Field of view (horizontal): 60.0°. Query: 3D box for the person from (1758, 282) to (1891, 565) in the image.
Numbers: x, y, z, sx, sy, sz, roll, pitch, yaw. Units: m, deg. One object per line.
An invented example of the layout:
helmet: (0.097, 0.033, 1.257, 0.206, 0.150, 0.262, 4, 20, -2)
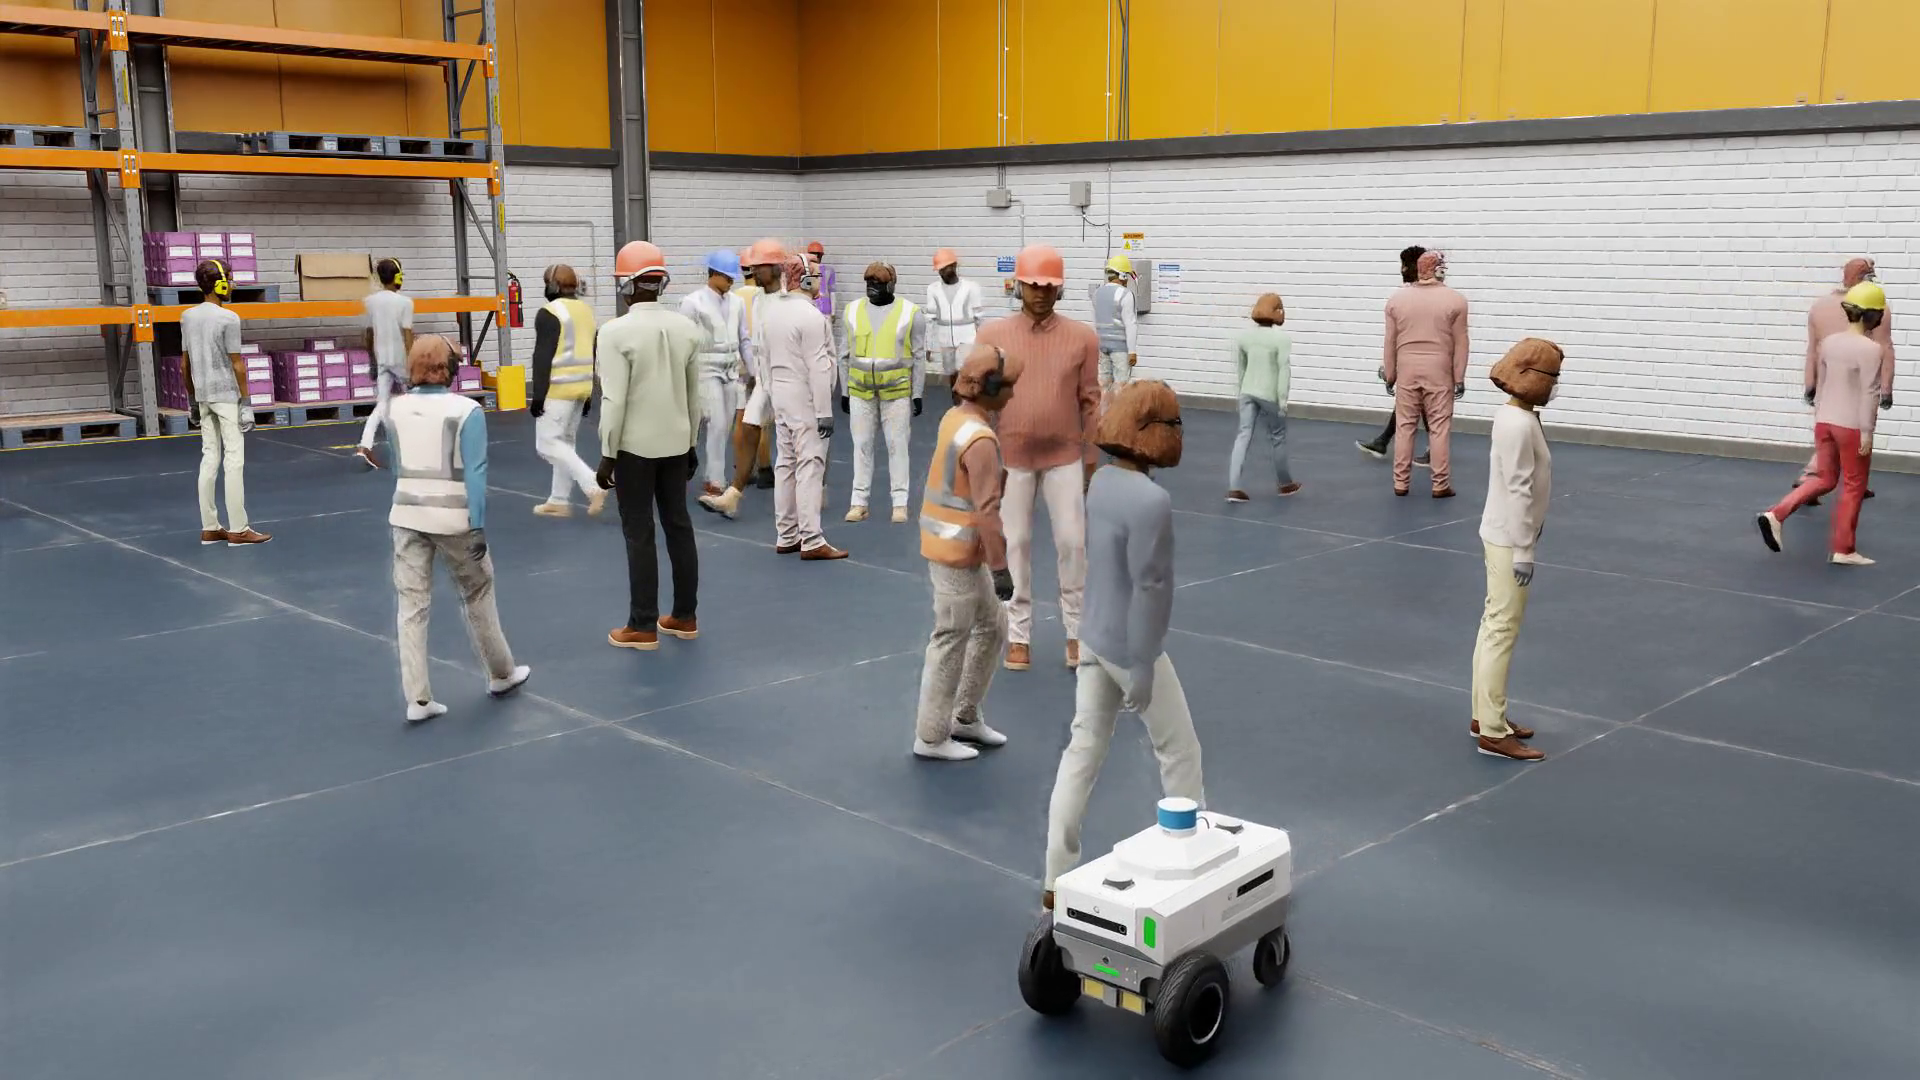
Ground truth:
person: (5.320, -0.698, 10.170, 0.619, 1.753, 0.531, -1, 10, -8)

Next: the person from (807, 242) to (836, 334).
person: (-2.004, -3.197, 23.284, 0.542, 1.930, 0.374, -2, 11, -9)

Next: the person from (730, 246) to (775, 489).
person: (-1.639, -1.382, 13.361, 0.552, 1.934, 0.373, 6, 12, 32)

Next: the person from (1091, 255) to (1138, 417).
person: (1.575, -1.928, 16.634, 0.404, 1.830, 0.588, -7, 13, -35)

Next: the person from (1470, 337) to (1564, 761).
person: (2.176, 0.027, 6.505, 0.279, 1.633, 0.498, 2, 11, 13)

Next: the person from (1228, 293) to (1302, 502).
person: (2.332, -1.093, 12.732, 0.515, 1.582, 0.847, 10, 14, 42)

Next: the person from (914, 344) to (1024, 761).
person: (0.049, 0.066, 6.318, 0.519, 1.610, 0.533, -1, 10, -8)

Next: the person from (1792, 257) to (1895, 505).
person: (6.670, -1.193, 12.532, 0.958, 1.869, 0.656, -4, 11, -22)

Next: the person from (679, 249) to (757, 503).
person: (-1.768, -1.227, 12.567, 0.649, 1.909, 0.653, 8, 13, 36)

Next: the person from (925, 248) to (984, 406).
person: (-0.057, -1.987, 16.782, 0.559, 1.884, 0.773, 3, 11, 18)

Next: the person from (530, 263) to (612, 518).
person: (-2.786, -1.037, 11.781, 0.655, 1.832, 0.662, 3, 11, 16)

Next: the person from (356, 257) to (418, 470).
person: (-4.975, -1.528, 14.473, 0.526, 1.831, 0.909, 3, 11, 16)

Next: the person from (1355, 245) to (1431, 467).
person: (3.912, -1.621, 14.682, 0.970, 1.916, 0.633, 8, 13, 37)

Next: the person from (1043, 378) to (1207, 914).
person: (0.593, 0.327, 4.919, 0.786, 1.599, 0.515, -3, 11, -18)

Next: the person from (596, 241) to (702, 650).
person: (-1.535, -0.461, 8.181, 0.388, 1.992, 0.625, 8, 13, 38)

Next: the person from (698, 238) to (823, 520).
person: (-1.379, -1.125, 11.807, 1.021, 1.987, 0.633, -9, 14, -40)

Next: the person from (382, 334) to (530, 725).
person: (-2.172, -0.066, 7.079, 0.523, 1.600, 0.785, 3, 11, 14)

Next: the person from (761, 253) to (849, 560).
person: (-0.967, -0.831, 10.437, 0.407, 1.910, 0.639, -7, 13, -34)

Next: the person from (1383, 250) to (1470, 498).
person: (3.609, -1.276, 12.879, 0.643, 1.905, 0.399, 6, 12, 29)

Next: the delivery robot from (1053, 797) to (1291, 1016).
delivery robot: (0.564, 0.917, 4.345, 0.477, 0.478, 0.707, 9, 14, 40)

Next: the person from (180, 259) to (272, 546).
person: (-4.834, -0.890, 10.879, 0.534, 1.863, 0.309, 4, 11, 23)

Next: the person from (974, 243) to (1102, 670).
person: (0.353, -0.381, 7.781, 0.631, 1.989, 0.441, 0, 10, 1)

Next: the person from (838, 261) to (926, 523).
person: (-0.559, -1.036, 11.749, 0.620, 1.840, 0.430, 2, 11, 10)
